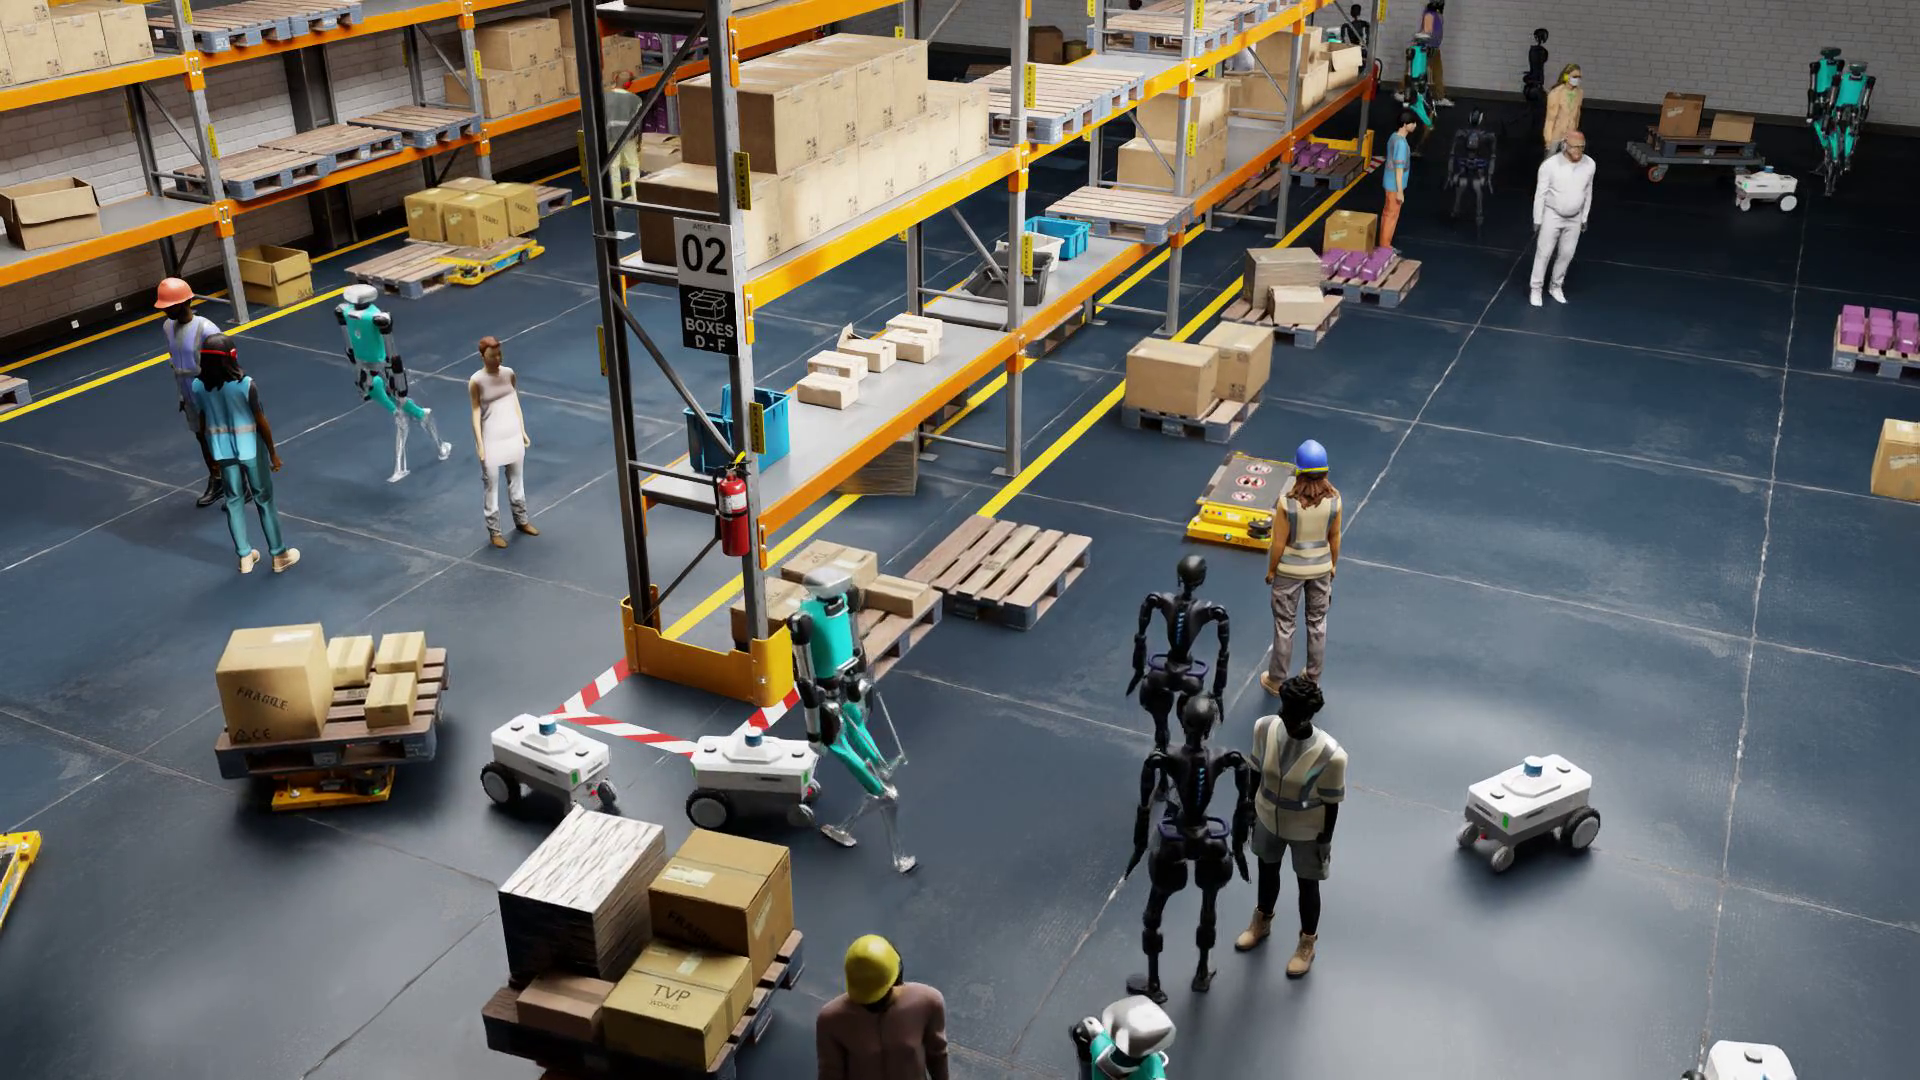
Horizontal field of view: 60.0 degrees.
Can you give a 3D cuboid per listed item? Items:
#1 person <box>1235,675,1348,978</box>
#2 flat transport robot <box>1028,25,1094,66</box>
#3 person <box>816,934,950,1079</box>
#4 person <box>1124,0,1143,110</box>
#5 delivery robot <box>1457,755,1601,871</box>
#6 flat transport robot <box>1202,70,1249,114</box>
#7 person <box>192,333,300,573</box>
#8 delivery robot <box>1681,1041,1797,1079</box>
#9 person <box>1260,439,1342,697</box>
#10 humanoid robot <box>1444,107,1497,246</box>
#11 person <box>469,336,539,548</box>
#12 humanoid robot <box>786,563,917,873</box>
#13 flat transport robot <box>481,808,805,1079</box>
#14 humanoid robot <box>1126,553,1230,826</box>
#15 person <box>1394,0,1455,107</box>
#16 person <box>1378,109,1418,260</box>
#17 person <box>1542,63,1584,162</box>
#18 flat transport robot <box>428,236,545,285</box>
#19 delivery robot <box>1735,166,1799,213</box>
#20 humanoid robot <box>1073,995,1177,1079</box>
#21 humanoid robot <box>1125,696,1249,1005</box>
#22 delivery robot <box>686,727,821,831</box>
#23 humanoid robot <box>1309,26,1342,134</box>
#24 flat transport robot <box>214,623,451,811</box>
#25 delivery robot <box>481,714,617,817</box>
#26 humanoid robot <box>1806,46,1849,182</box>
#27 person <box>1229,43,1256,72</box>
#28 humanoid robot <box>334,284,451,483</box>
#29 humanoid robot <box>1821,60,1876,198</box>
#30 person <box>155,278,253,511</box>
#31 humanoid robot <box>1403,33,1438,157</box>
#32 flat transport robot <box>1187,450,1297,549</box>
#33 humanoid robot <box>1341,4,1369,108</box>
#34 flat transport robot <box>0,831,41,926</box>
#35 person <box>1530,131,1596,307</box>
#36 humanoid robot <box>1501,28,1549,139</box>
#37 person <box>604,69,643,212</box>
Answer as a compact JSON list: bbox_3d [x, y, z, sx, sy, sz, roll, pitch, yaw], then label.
[{"bbox_3d":[1.655,1.411,8.327,0.534,1.693,0.321,21,33,36],"label":"person"},{"bbox_3d":[1.713,-8.121,29.182,1.431,0.231,0.659,21,33,36],"label":"flat transport robot"},{"bbox_3d":[-0.276,2.282,6.529,0.532,1.710,0.896,-5,27,-9],"label":"person"},{"bbox_3d":[2.822,-7.871,26.944,0.517,1.804,0.648,16,31,29],"label":"person"},{"bbox_3d":[3.217,1.496,9.423,0.784,0.585,0.499,-14,30,-26],"label":"delivery robot"},{"bbox_3d":[3.925,-6.228,25.359,1.431,0.231,0.659,10,28,19],"label":"flat transport robot"},{"bbox_3d":[-5.282,-0.622,12.236,0.516,1.866,0.391,0,26,0],"label":"person"},{"bbox_3d":[3.512,2.562,7.297,0.499,0.609,0.807,4,27,7],"label":"delivery robot"},{"bbox_3d":[2.201,0.190,10.692,0.462,1.780,0.305,-4,27,-8],"label":"person"},{"bbox_3d":[6.217,-4.436,20.170,0.615,1.629,0.384,12,29,23],"label":"humanoid robot"},{"bbox_3d":[-3.519,-0.761,12.745,0.285,1.660,0.441,22,34,37],"label":"person"},{"bbox_3d":[-0.471,1.048,9.083,0.891,1.827,0.530,17,31,30],"label":"humanoid robot"},{"bbox_3d":[-1.509,2.361,8.009,0.659,0.231,1.431,8,28,16],"label":"flat transport robot"},{"bbox_3d":[1.213,0.855,9.489,0.589,1.638,0.603,8,28,16],"label":"humanoid robot"},{"bbox_3d":[7.695,-8.100,27.335,1.012,1.874,0.560,19,32,33],"label":"person"},{"bbox_3d":[5.122,-4.163,19.510,0.332,1.759,0.498,3,26,6],"label":"person"},{"bbox_3d":[7.790,-5.202,21.509,0.568,1.856,0.645,-6,27,-12],"label":"person"},{"bbox_3d":[-5.541,-3.289,19.422,0.659,0.231,1.431,10,28,19],"label":"flat transport robot"},{"bbox_3d":[10.529,-4.567,21.699,0.782,0.611,0.511,0,26,0],"label":"delivery robot"},{"bbox_3d":[0.777,2.368,6.314,0.717,1.750,0.561,-18,32,-33],"label":"humanoid robot"},{"bbox_3d":[1.124,1.526,8.108,0.614,1.643,0.384,-3,26,-5],"label":"humanoid robot"},{"bbox_3d":[-1.214,1.374,9.702,0.812,0.614,0.499,2,26,5],"label":"delivery robot"},{"bbox_3d":[5.248,-6.682,24.694,0.676,1.851,0.541,8,27,15],"label":"humanoid robot"},{"bbox_3d":[-3.821,1.191,10.371,0.659,0.231,1.431,-4,27,-9],"label":"flat transport robot"},{"bbox_3d":[-2.405,1.309,9.804,0.777,0.587,0.499,15,30,28],"label":"delivery robot"},{"bbox_3d":[12.029,-5.784,22.914,0.545,1.871,0.845,-9,28,-17],"label":"humanoid robot"},{"bbox_3d":[4.514,-7.406,26.104,0.585,1.716,0.735,4,27,8],"label":"person"},{"bbox_3d":[-4.661,-1.345,13.915,0.555,1.811,0.938,11,28,21],"label":"humanoid robot"},{"bbox_3d":[11.747,-5.388,22.026,0.531,1.773,0.871,6,27,12],"label":"humanoid robot"},{"bbox_3d":[-6.051,-1.156,13.247,0.540,1.932,0.382,11,28,21],"label":"person"},{"bbox_3d":[6.707,-6.311,23.916,0.704,1.843,0.543,24,35,39],"label":"humanoid robot"},{"bbox_3d":[2.337,-0.339,13.462,0.659,0.231,1.431,10,28,19],"label":"flat transport robot"},{"bbox_3d":[6.467,-7.953,27.317,0.597,1.617,0.799,-10,28,-19],"label":"humanoid robot"},{"bbox_3d":[-5.396,1.988,8.761,0.659,0.231,1.431,-6,27,-11],"label":"flat transport robot"},{"bbox_3d":[6.490,-3.468,17.967,0.667,1.913,0.445,-4,27,-8],"label":"person"},{"bbox_3d":[8.598,-6.895,25.134,0.610,1.632,0.603,2,26,3],"label":"humanoid robot"},{"bbox_3d":[-4.374,-5.096,21.348,0.687,1.806,0.389,-11,28,-21],"label":"person"}]
